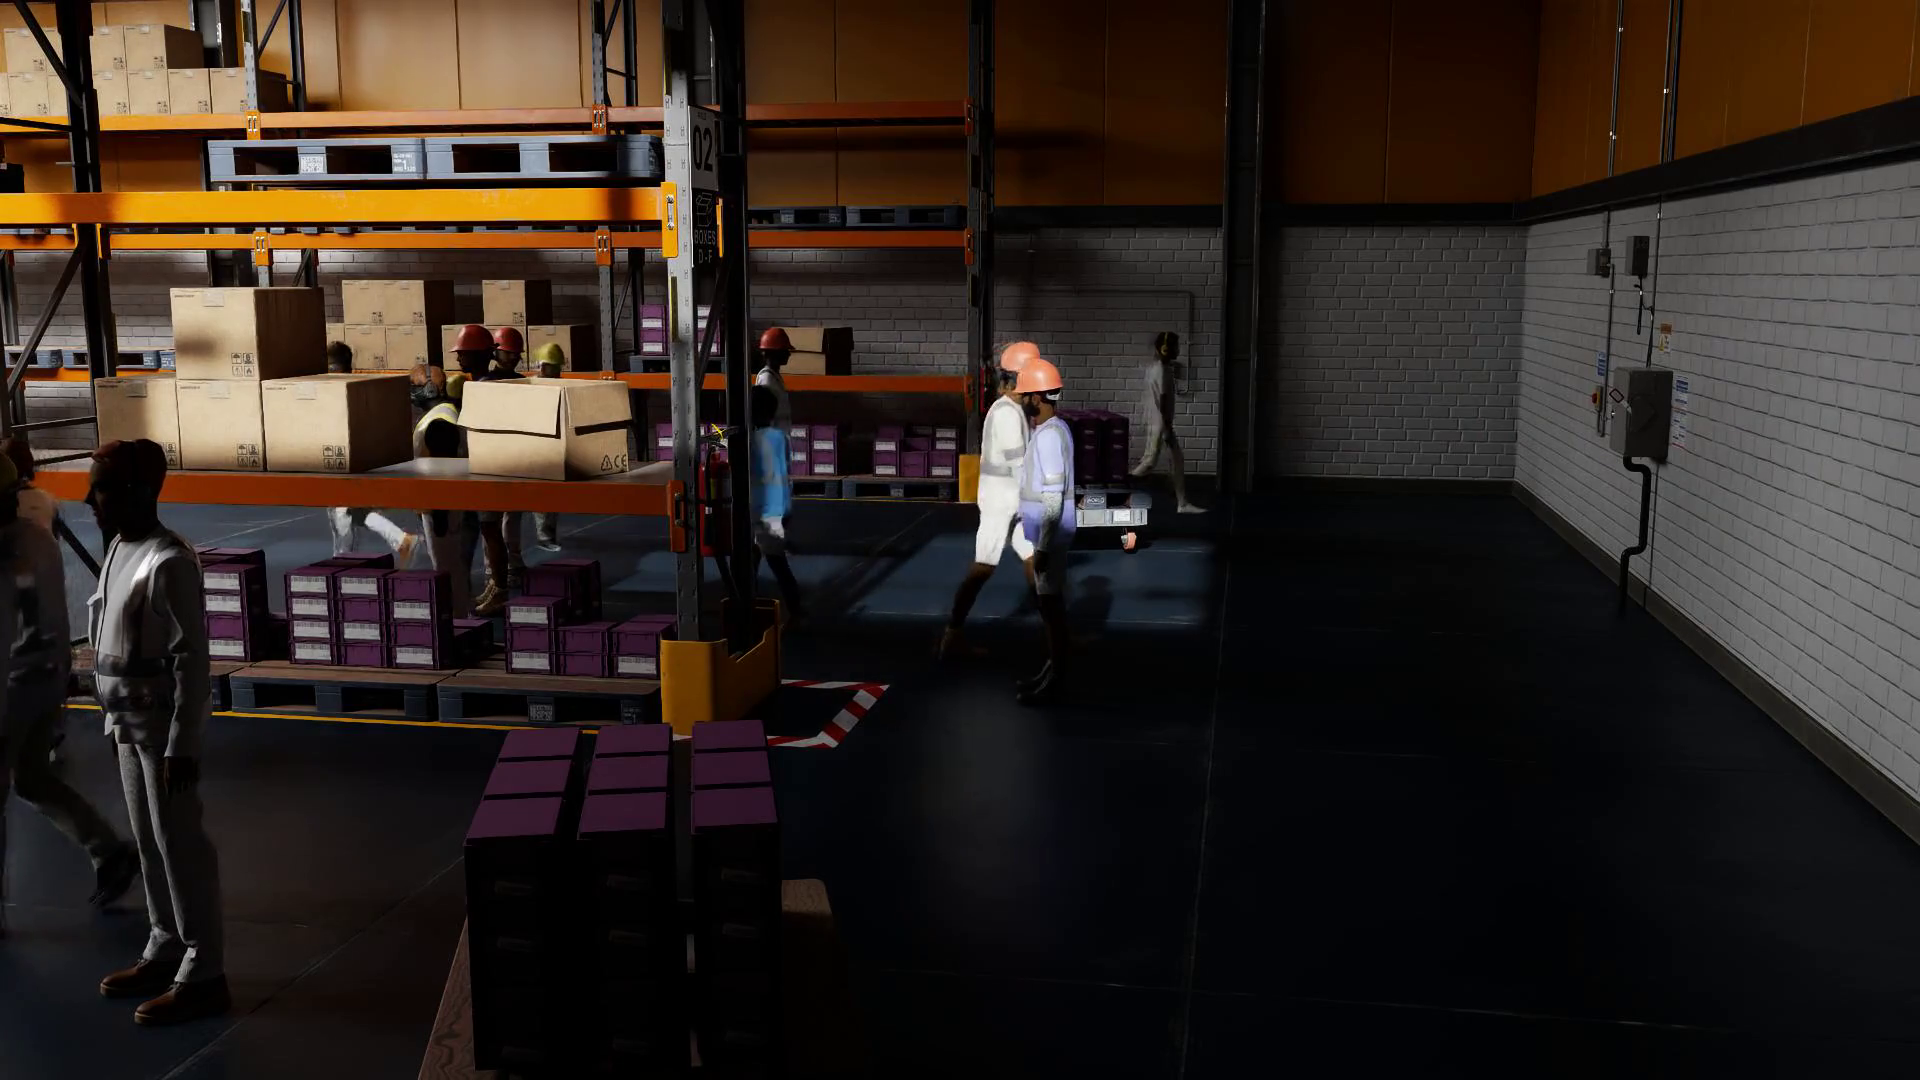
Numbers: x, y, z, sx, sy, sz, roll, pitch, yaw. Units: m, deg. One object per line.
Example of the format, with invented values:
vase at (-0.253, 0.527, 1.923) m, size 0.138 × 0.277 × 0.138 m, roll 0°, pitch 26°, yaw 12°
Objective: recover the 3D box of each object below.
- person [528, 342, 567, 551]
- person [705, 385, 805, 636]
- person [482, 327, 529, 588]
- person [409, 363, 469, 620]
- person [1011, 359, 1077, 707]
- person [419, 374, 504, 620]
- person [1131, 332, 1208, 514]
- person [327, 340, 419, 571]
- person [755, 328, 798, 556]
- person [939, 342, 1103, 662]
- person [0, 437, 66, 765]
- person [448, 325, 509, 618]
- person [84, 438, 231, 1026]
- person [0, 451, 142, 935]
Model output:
person at (-3.570, -0.810, 14.412) m, size 0.608 × 1.812 × 0.495 m, roll -8°, pitch 12°, yaw -40°
person at (-1.400, -0.193, 11.046) m, size 0.858 × 1.658 × 0.545 m, roll 2°, pitch 9°, yaw 14°
person at (-3.469, -0.638, 12.794) m, size 0.392 × 1.989 × 0.617 m, roll 3°, pitch 10°, yaw 21°
person at (-3.355, -0.215, 10.678) m, size 0.430 × 1.835 × 0.619 m, roll -3°, pitch 10°, yaw -21°
person at (0.461, -0.037, 9.249) m, size 0.376 × 1.934 × 0.546 m, roll 1°, pitch 9°, yaw 6°
person at (-3.436, -0.287, 11.471) m, size 0.536 × 1.712 × 0.917 m, roll -7°, pitch 11°, yaw -36°
person at (1.966, -1.157, 16.528) m, size 0.944 × 1.833 × 0.532 m, roll 2°, pitch 9°, yaw 9°
person at (-4.575, -0.581, 12.710) m, size 0.781 × 1.908 × 0.655 m, roll -7°, pitch 11°, yaw -36°
person at (-1.565, -0.834, 14.178) m, size 0.358 × 1.937 × 0.548 m, roll -1°, pitch 9°, yaw -6°
person at (0.334, -0.213, 10.195) m, size 1.027 × 1.985 × 0.601 m, roll 1°, pitch 9°, yaw 8°
person at (-4.538, 0.311, 8.026) m, size 0.377 × 1.623 × 0.545 m, roll 1°, pitch 9°, yaw 9°
person at (-3.352, -0.480, 11.653) m, size 0.373 × 2.043 × 0.615 m, roll -3°, pitch 10°, yaw -17°
person at (-2.615, 0.610, 5.386) m, size 0.345 × 1.882 × 0.584 m, roll -9°, pitch 13°, yaw -44°
person at (-3.415, 0.544, 6.015) m, size 0.644 × 1.818 × 0.609 m, roll -1°, pitch 9°, yaw -7°
